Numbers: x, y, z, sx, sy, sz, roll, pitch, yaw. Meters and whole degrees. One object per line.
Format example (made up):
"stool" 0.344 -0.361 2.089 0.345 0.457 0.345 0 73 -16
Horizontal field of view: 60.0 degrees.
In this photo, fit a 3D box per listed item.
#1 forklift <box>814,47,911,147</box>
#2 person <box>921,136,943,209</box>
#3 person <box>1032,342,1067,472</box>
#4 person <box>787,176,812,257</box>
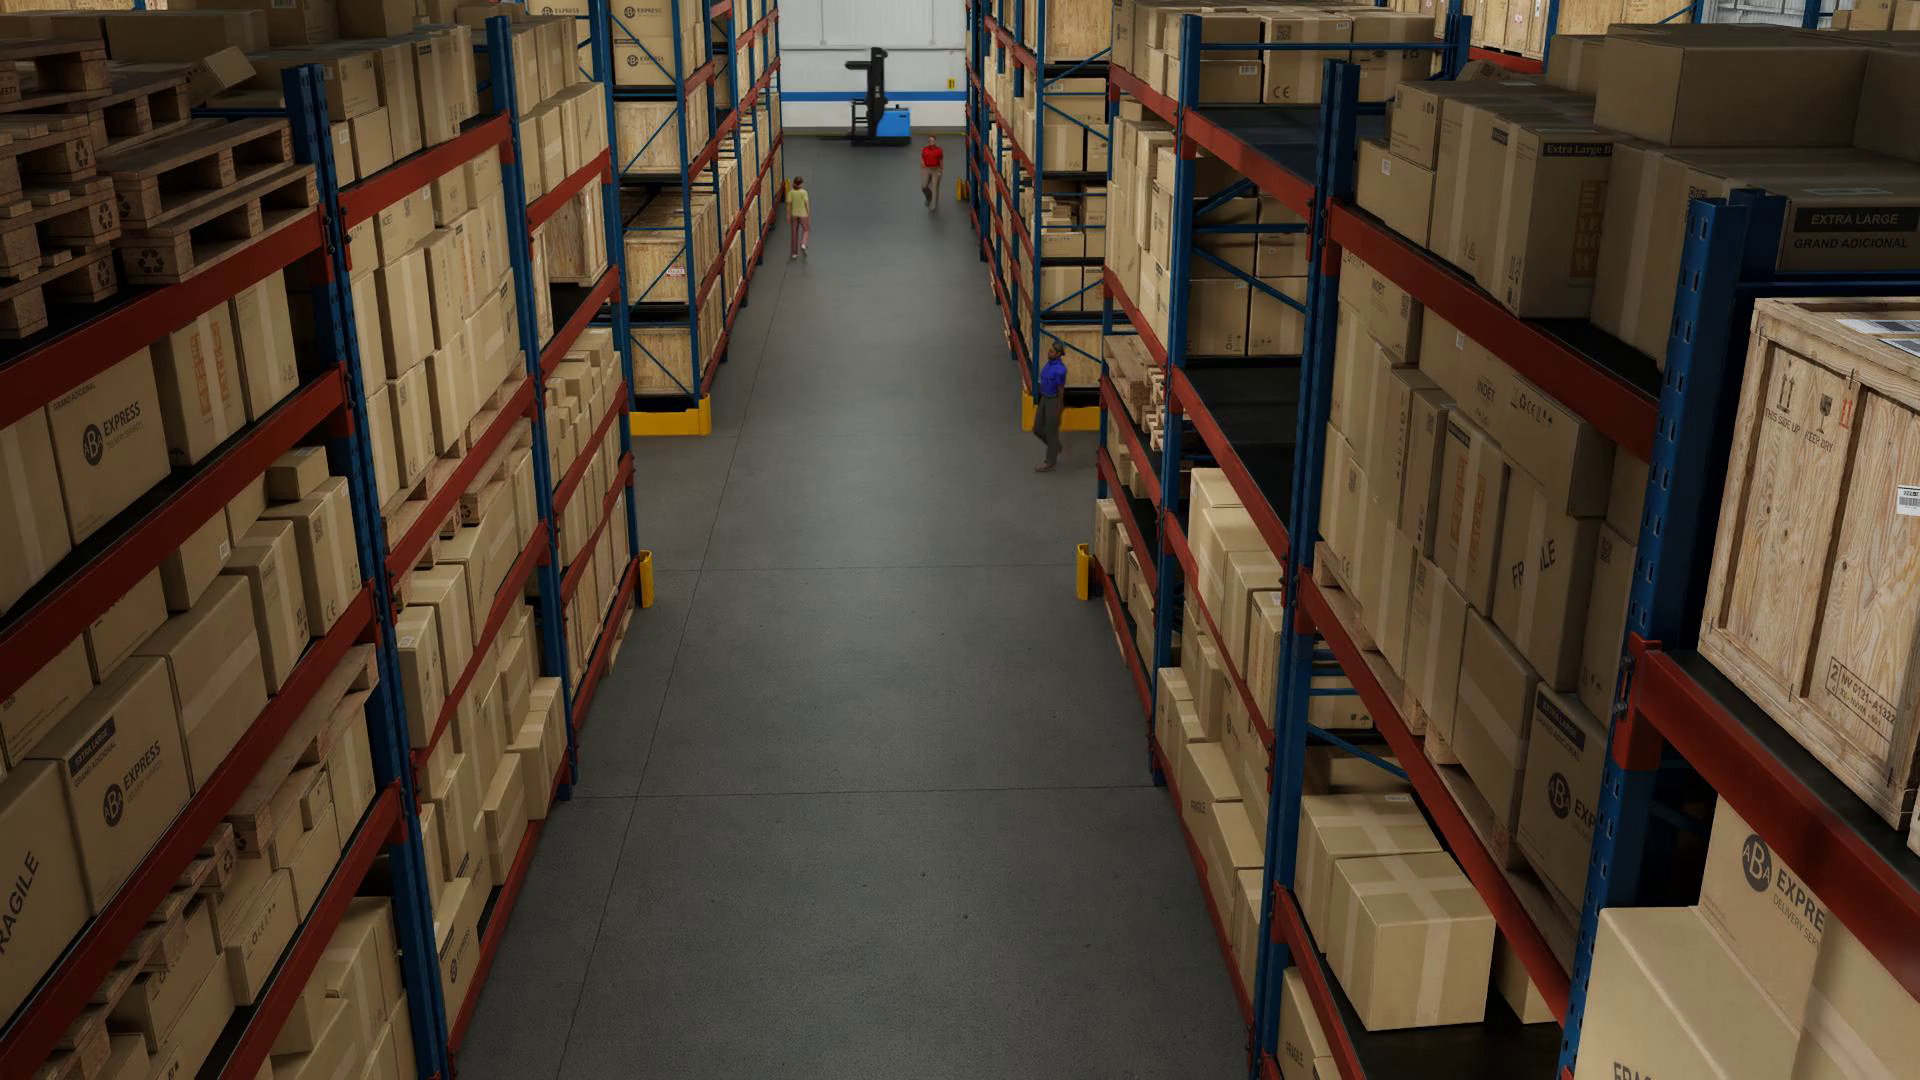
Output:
"forklift" -3.069 -13.842 51.931 3.031 2.941 1.121 -1 20 -2
"person" -0.679 -8.950 40.489 0.535 1.725 0.522 4 21 11
"person" 1.173 -1.716 21.224 0.513 1.660 0.446 -9 22 -22
"person" -3.357 -6.692 34.514 0.500 1.677 0.534 3 21 8
